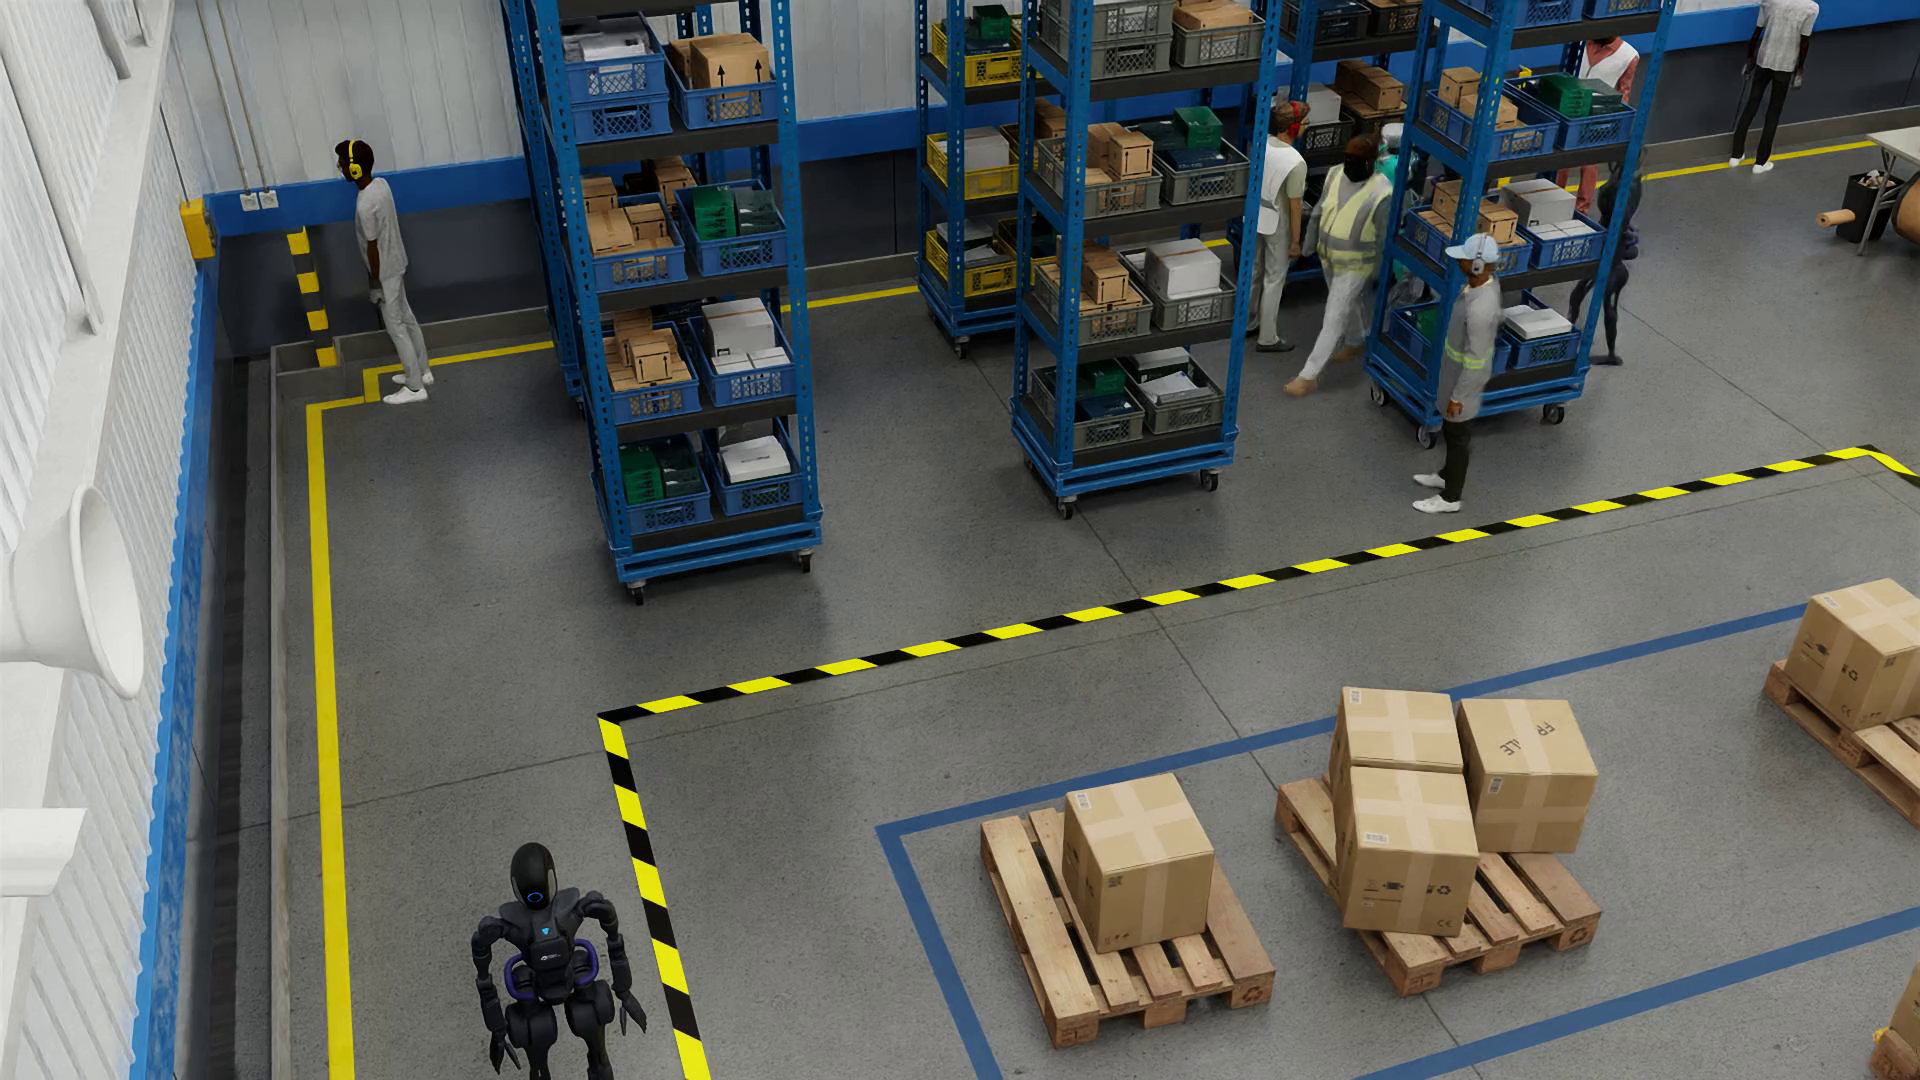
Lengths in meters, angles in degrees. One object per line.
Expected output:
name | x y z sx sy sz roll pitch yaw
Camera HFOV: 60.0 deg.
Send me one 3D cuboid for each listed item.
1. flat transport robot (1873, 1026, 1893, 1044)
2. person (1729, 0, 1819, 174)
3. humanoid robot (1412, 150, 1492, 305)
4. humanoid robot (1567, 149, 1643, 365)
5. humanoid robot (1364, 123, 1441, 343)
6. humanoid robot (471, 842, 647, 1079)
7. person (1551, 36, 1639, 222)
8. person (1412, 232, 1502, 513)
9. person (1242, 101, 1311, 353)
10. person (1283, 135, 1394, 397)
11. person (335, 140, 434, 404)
flat transport robot | 4.453 2.402 6.625 0.652 0.197 1.431 -11 37 -15
person | 7.124 -4.132 14.538 0.335 1.857 0.513 -30 45 -35
humanoid robot | 3.612 -2.474 12.332 0.611 1.649 0.356 26 42 31
humanoid robot | 4.538 -1.992 11.664 0.541 1.642 0.608 4 35 6
humanoid robot | 3.279 -2.109 11.807 0.912 1.766 0.556 -6 36 -8
humanoid robot | -1.511 1.766 6.317 0.599 1.657 0.315 -12 37 -17
person | 5.077 -3.420 13.473 0.587 1.920 0.392 30 45 35
person | 3.021 -1.010 10.113 0.396 1.850 0.597 10 36 13
person | 2.222 -2.220 11.834 0.373 1.842 0.568 -14 38 -19
person | 2.639 -1.932 11.471 0.936 1.795 0.630 -18 39 -24
person | -3.886 -1.806 11.237 0.312 1.864 0.506 -2 35 -3
